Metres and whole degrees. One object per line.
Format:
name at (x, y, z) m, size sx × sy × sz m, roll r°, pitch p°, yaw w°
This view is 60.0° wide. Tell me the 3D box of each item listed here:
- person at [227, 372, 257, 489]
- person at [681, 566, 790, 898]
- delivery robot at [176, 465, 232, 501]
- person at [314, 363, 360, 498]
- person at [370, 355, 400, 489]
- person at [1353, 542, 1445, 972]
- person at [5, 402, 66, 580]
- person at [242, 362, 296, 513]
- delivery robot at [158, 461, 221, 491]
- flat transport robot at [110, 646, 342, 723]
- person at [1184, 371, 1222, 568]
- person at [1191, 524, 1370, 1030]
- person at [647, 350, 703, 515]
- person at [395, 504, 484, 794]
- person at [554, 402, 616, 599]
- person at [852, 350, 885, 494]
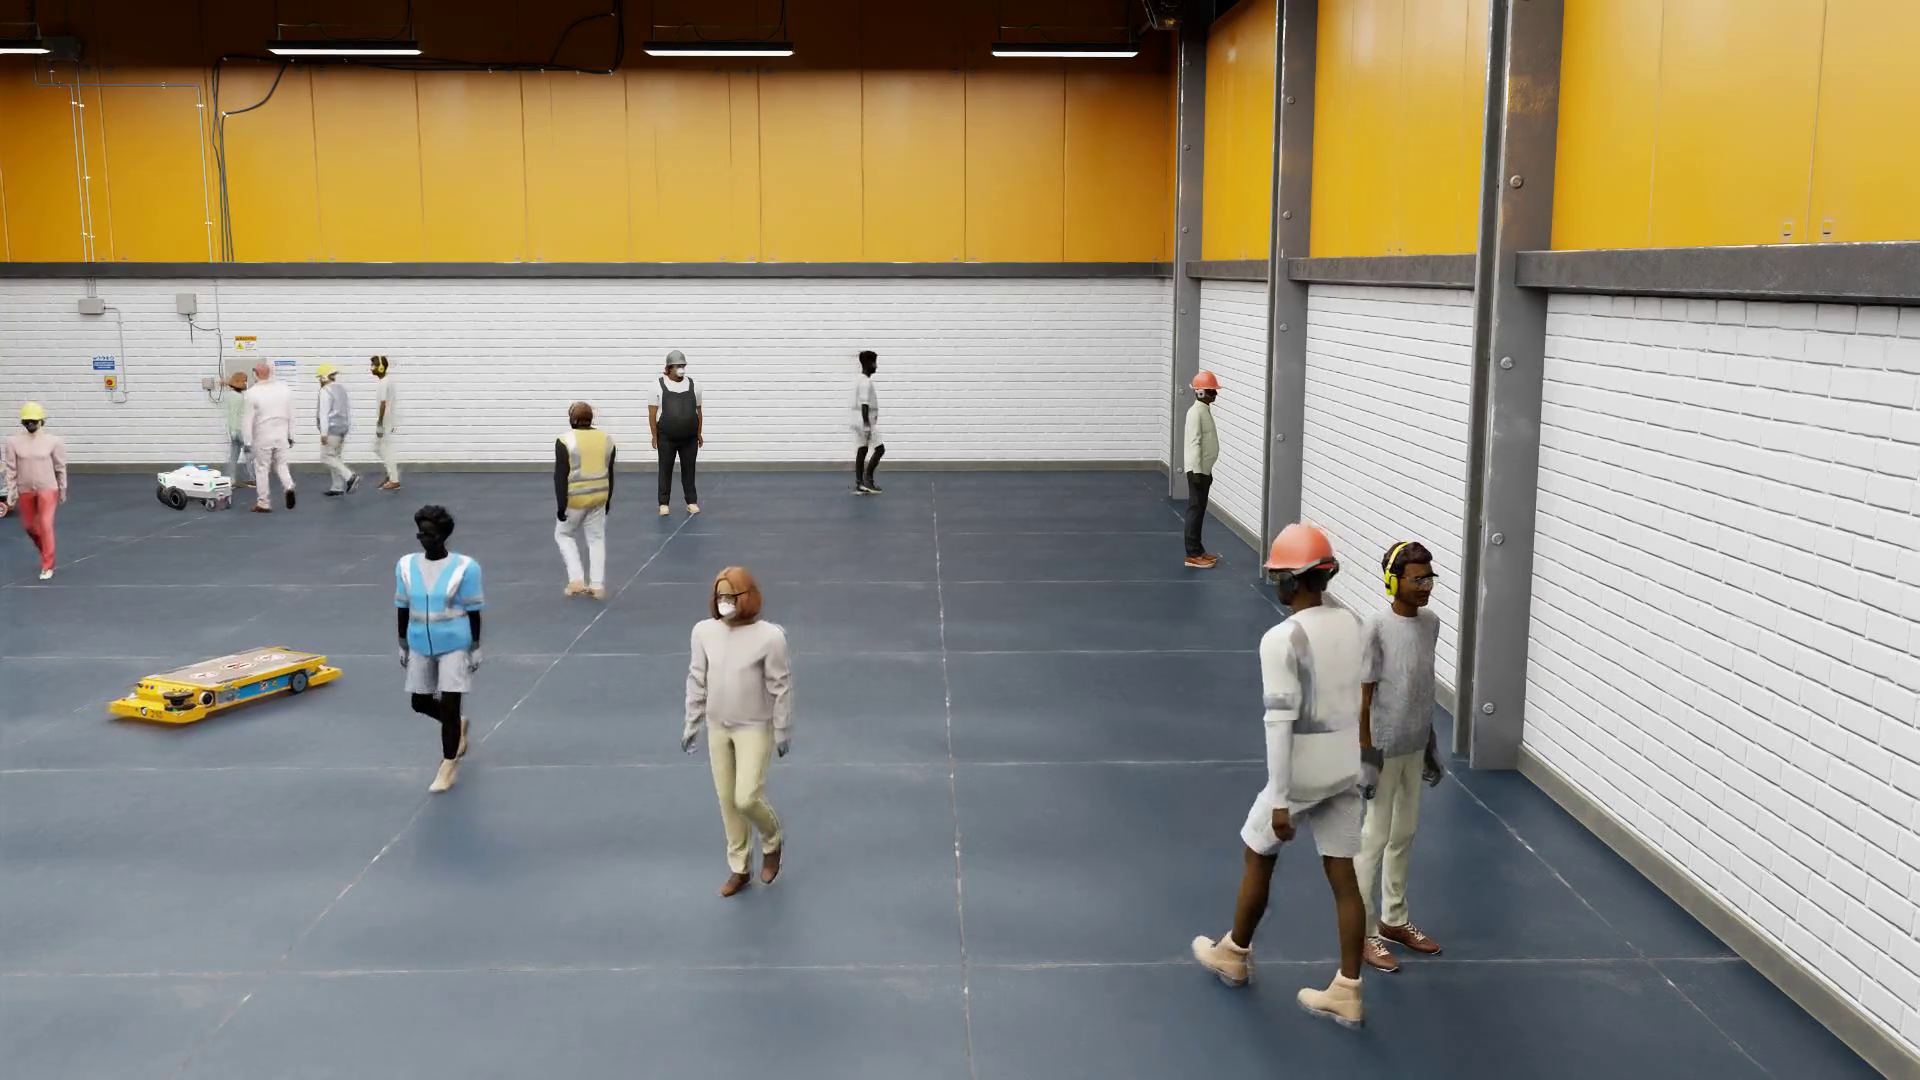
person at (-9.859, -1.509, 22.967) m, size 0.656 × 1.604 × 0.516 m, roll -3°, pitch 10°, yaw -19°
person at (-1.089, 0.930, 8.016) m, size 0.505 × 1.622 × 0.343 m, roll 4°, pitch 10°, yaw 24°
delivery robot at (-9.526, -0.696, 20.949) m, size 0.707 × 0.478 × 0.477 m, roll 5°, pitch 10°, yaw 28°
person at (-8.243, -1.438, 21.999) m, size 0.603 × 1.799 × 0.631 m, roll 1°, pitch 9°, yaw 7°
person at (-7.946, -1.613, 22.901) m, size 0.440 × 1.851 × 0.549 m, roll -2°, pitch 10°, yaw -15°
person at (1.929, 0.928, 7.272) m, size 0.518 × 1.866 × 0.326 m, roll -7°, pitch 12°, yaw -38°
person at (-9.121, -0.510, 16.470) m, size 0.527 × 1.742 × 0.725 m, roll -3°, pitch 10°, yaw -15°
person at (-8.573, -1.267, 20.659) m, size 0.560 × 1.889 × 0.689 m, roll 7°, pitch 12°, yaw 37°
delivery robot at (-9.909, -0.770, 21.404) m, size 0.707 × 0.478 × 0.477 m, roll -6°, pitch 11°, yaw -35°
flat transport robot at (-5.143, 0.997, 11.723) m, size 0.652 × 0.197 × 1.431 m, roll 4°, pitch 10°, yaw 25°
person at (2.474, -0.726, 17.015) m, size 0.377 × 1.995 × 0.608 m, roll 3°, pitch 10°, yaw 17°
person at (1.347, 0.929, 6.836) m, size 0.603 × 1.997 × 0.949 m, roll -6°, pitch 11°, yaw -33°
person at (-3.485, -1.327, 20.563) m, size 0.689 × 2.000 × 0.539 m, roll -4°, pitch 10°, yaw -24°
person at (-3.032, 0.606, 9.783) m, size 0.544 × 1.678 × 0.602 m, roll 1°, pitch 9°, yaw 8°
person at (-3.477, -0.363, 15.311) m, size 0.650 × 1.822 × 0.517 m, roll -9°, pitch 13°, yaw -44°
person at (-1.197, -1.573, 22.328) m, size 0.505 × 1.951 × 0.630 m, roll -2°, pitch 9°, yaw -13°
